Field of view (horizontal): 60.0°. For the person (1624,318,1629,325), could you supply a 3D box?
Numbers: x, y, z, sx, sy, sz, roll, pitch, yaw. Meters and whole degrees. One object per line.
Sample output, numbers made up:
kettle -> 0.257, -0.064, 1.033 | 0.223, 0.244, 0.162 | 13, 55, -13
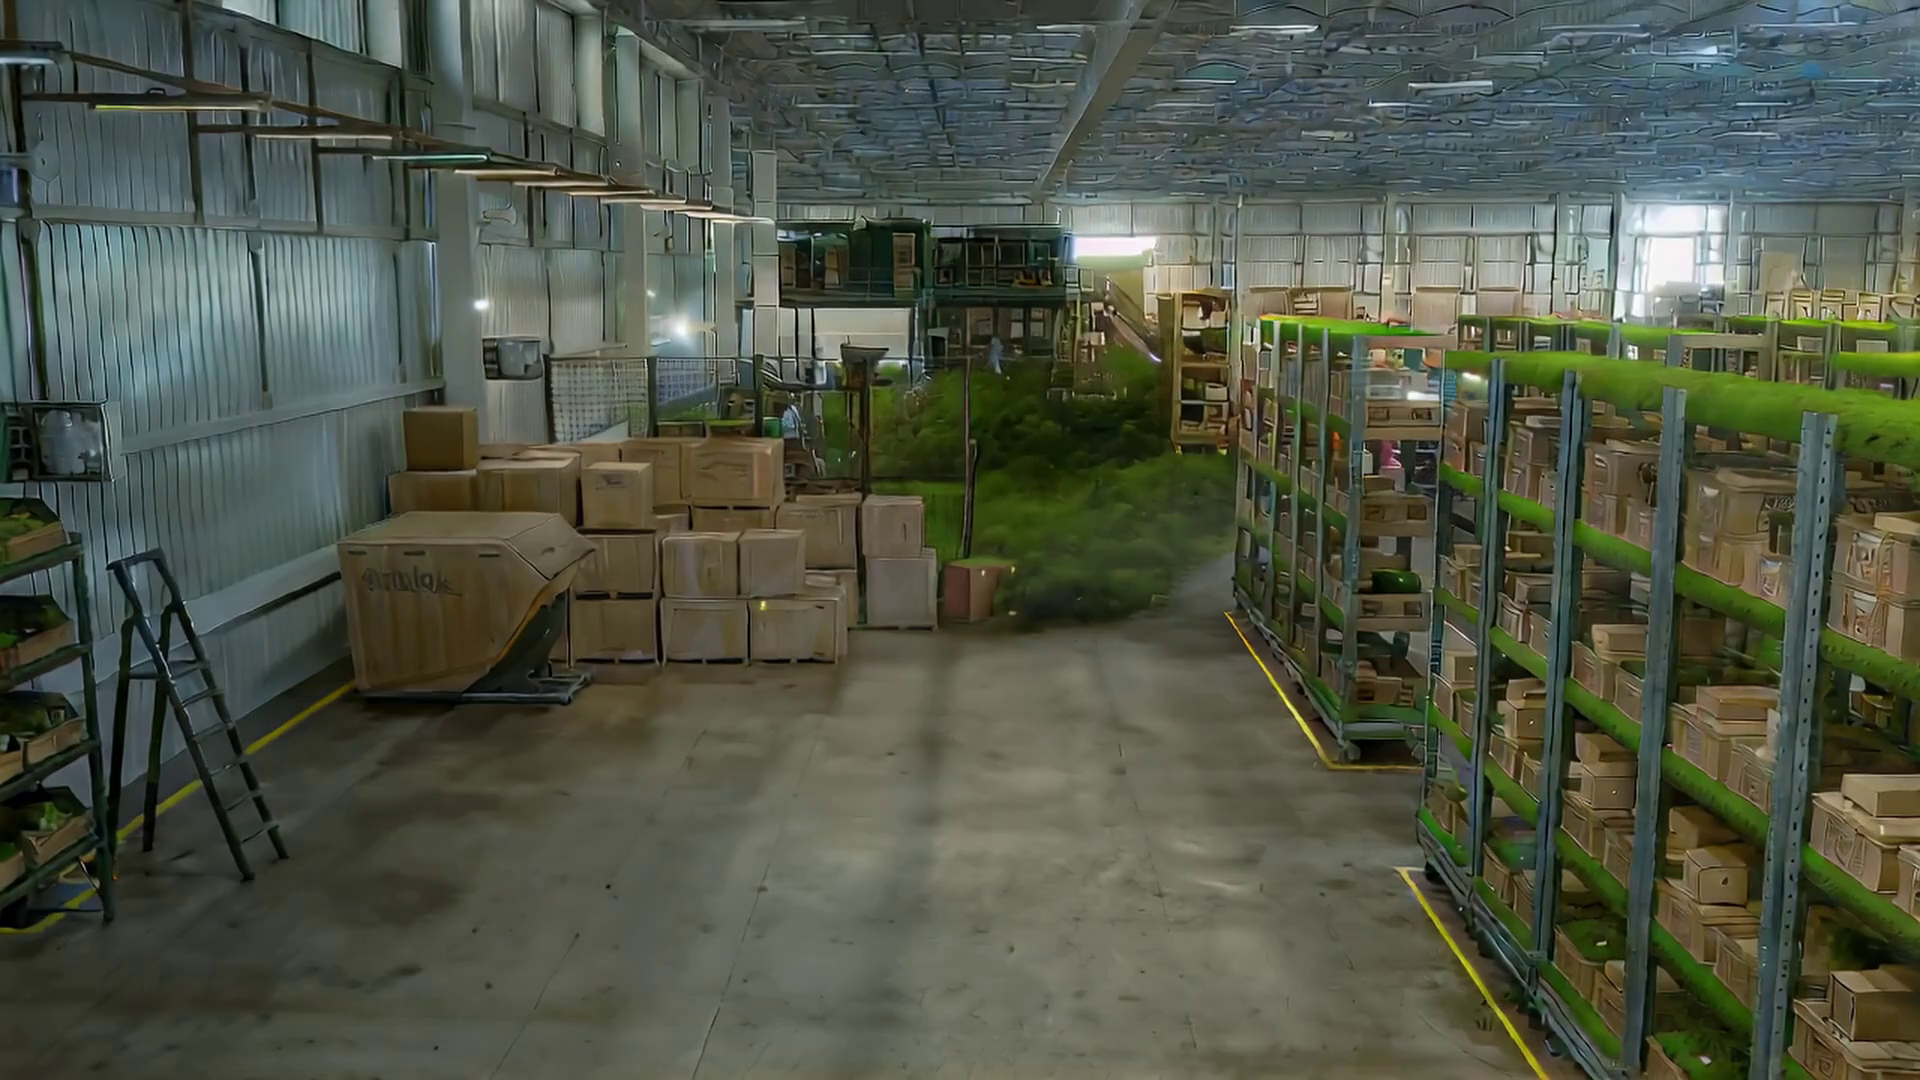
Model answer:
person -> 31.053, -9.424, 77.695 | 0.441, 1.904, 0.614 | -7, 11, -35

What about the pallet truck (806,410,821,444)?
pallet truck -> -3.559, -2.018, 33.905 | 1.522, 1.261, 0.704 | 0, 9, -1

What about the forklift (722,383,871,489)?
forklift -> -2.893, -1.687, 28.729 | 2.680, 1.987, 1.157 | 0, 9, -1

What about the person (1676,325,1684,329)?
person -> 36.719, -10.507, 85.091 | 0.537, 1.673, 0.688 | -7, 11, -35

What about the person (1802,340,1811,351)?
person -> 29.831, -6.222, 58.722 | 0.866, 1.651, 0.546 | 1, 9, 4

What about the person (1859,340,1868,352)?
person -> 34.867, -7.203, 64.042 | 0.894, 1.903, 0.557 | 6, 11, 33

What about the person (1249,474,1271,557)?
person -> 3.978, -0.335, 21.965 | 0.639, 1.789, 0.615 | 1, 9, 3

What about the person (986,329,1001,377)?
person -> 1.260, -7.243, 64.384 | 0.731, 1.858, 0.584 | 0, 9, 0

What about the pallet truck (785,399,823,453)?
pallet truck -> -3.814, -2.432, 36.419 | 1.630, 1.274, 0.653 | 0, 9, 1

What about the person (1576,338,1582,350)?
person -> 24.808, -7.811, 67.327 | 0.688, 2.000, 0.535 | 2, 9, 13

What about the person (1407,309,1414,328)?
person -> 25.601, -12.183, 94.683 | 0.397, 1.918, 0.588 | 6, 11, 34

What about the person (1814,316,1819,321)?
person -> 41.212, -9.799, 80.018 | 0.395, 1.910, 0.586 | -1, 9, -8

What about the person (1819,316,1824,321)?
person -> 42.971, -10.248, 83.029 | 0.620, 1.835, 0.431 | 2, 9, 13

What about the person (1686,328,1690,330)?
person -> 26.667, -6.786, 61.149 | 0.381, 1.994, 0.622 | -4, 10, -25

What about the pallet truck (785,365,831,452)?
pallet truck -> -3.774, -2.976, 37.635 | 1.885, 1.965, 0.823 | 1, 9, 5

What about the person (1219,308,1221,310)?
person -> 15.088, -12.485, 96.467 | 0.639, 1.934, 0.418 | -8, 12, -41

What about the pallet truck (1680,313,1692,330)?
pallet truck -> 36.315, -10.531, 84.244 | 0.823, 1.965, 1.885 | -6, 11, -33

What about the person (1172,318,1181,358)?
person -> 10.148, -9.455, 77.800 | 0.547, 1.934, 0.375 | -8, 12, -40

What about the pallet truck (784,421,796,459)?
pallet truck -> -4.013, -1.793, 32.705 | 1.601, 1.201, 0.680 | 0, 9, 1

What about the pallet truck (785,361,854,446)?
pallet truck -> -3.410, -3.193, 38.978 | 1.885, 1.965, 0.823 | 0, 9, -1

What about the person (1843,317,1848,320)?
person -> 43.876, -10.152, 82.524 | 1.014, 1.792, 0.530 | -1, 9, -8

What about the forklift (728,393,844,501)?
forklift -> -2.979, -1.316, 26.476 | 2.680, 1.987, 1.157 | 0, 9, 1

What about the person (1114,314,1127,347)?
person -> 8.601, -11.219, 89.061 | 0.632, 1.819, 0.782 | -9, 13, -44
